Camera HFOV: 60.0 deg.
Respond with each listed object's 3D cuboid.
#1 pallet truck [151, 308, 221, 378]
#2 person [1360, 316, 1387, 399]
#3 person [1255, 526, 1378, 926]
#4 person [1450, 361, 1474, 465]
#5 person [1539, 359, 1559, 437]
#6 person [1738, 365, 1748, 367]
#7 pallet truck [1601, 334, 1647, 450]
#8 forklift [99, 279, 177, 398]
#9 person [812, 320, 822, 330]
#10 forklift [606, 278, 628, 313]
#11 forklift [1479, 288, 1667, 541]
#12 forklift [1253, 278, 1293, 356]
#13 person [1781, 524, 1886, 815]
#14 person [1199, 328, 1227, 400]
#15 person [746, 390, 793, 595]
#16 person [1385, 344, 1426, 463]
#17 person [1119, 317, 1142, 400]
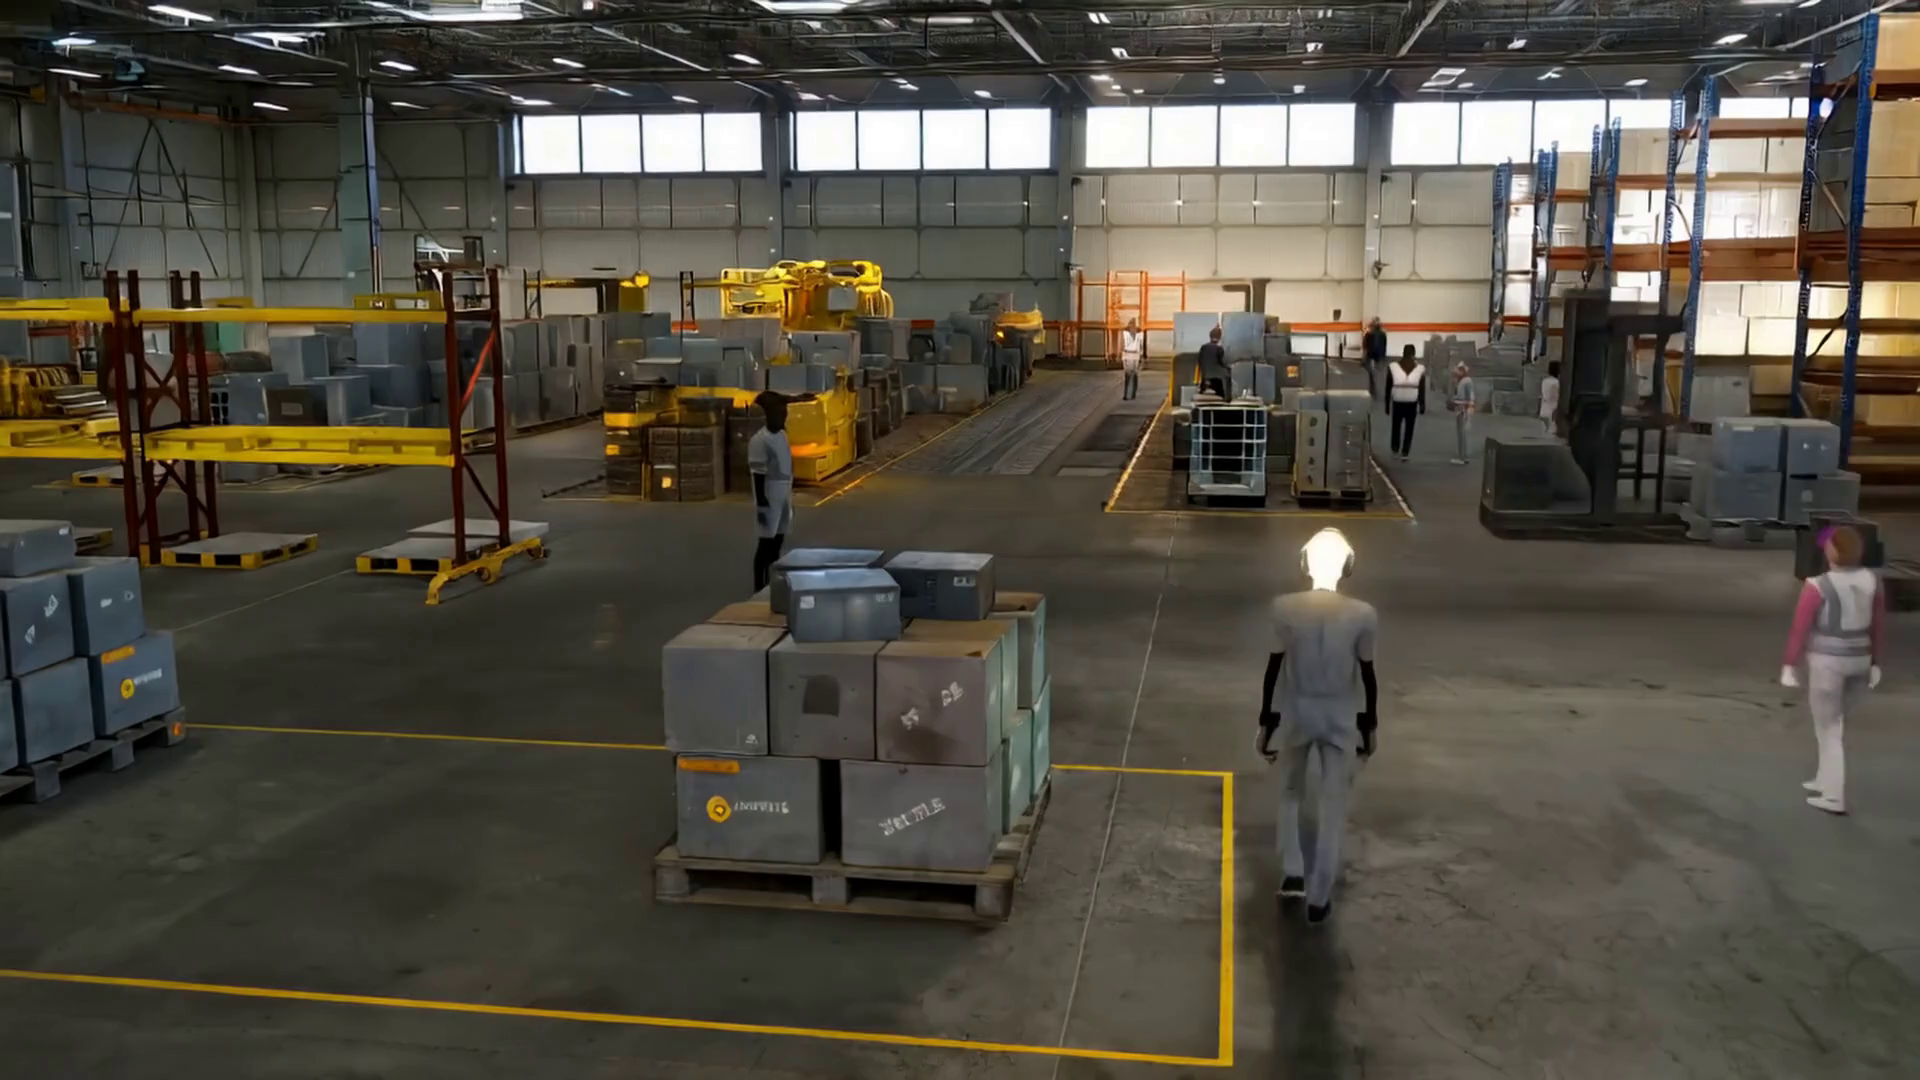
[{"bbox_3d":[-21.869,-5.598,47.154,0.823,1.965,1.885,4,10,26],"label":"pallet truck"},{"bbox_3d":[9.781,-4.301,39.308,0.614,1.961,0.937,0,9,-2],"label":"person"},{"bbox_3d":[1.682,0.856,7.808,0.556,1.848,0.585,2,9,14],"label":"person"},{"bbox_3d":[7.880,-1.990,26.038,0.315,1.631,0.524,0,9,3],"label":"person"},{"bbox_3d":[8.971,-1.889,25.199,0.318,1.698,0.534,-2,9,-10],"label":"person"},{"bbox_3d":[14.790,-3.039,31.910,0.721,1.817,0.650,2,9,9],"label":"person"},{"bbox_3d":[11.253,-2.573,28.499,0.823,1.965,1.885,5,10,27],"label":"pallet truck"},{"bbox_3d":[-19.606,-4.720,39.027,1.873,2.768,1.129,1,9,9],"label":"forklift"},{"bbox_3d":[-3.314,-4.083,38.123,0.623,1.897,0.699,-4,10,-22],"label":"person"},{"bbox_3d":[-9.360,-5.770,45.499,1.873,2.768,1.129,0,9,3],"label":"forklift"},{"bbox_3d":[7.001,-1.461,18.922,1.873,2.768,1.129,1,9,9],"label":"forklift"},{"bbox_3d":[8.163,-5.755,45.406,1.873,2.768,1.129,1,9,9],"label":"forklift"},{"bbox_3d":[4.898,0.710,9.416,0.542,1.617,0.602,-2,9,-13],"label":"person"},{"bbox_3d":[4.860,-3.086,31.910,0.433,1.931,0.644,-7,12,-39],"label":"person"},{"bbox_3d":[-1.693,-0.371,15.015,0.361,1.963,0.613,3,10,19],"label":"person"},{"bbox_3d":[7.017,-2.144,26.228,0.612,1.874,0.769,3,10,17],"label":"person"},{"bbox_3d":[3.971,-4.230,38.902,0.552,1.935,0.360,5,10,26],"label":"person"}]
